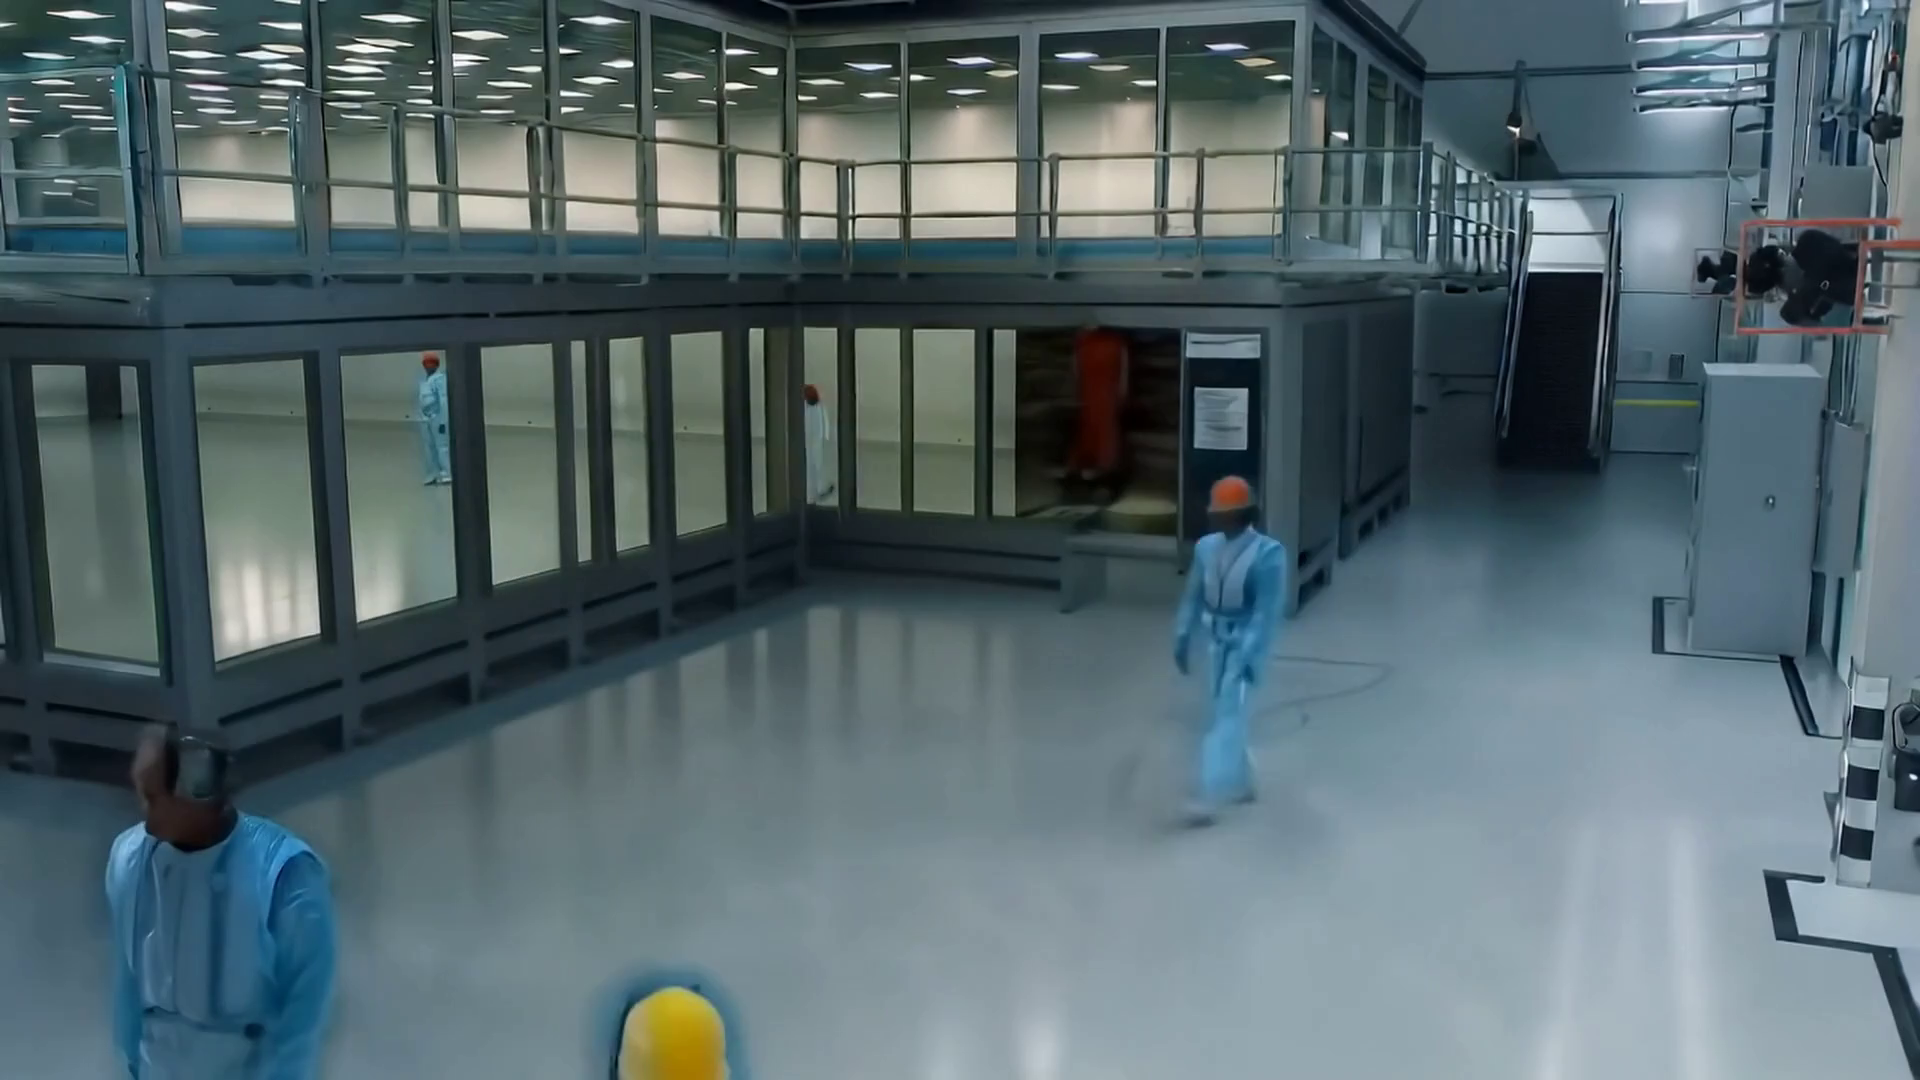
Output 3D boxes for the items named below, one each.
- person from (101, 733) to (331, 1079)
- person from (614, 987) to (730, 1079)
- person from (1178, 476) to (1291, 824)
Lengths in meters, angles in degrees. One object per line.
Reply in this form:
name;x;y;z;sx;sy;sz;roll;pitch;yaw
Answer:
person;-2.031;1.418;4.534;0.623;1.840;0.430;1;9;8
person;-0.584;1.664;3.319;0.527;1.737;0.791;-2;9;-11
person;1.465;0.607;9.265;0.731;1.920;0.640;-9;13;-44
